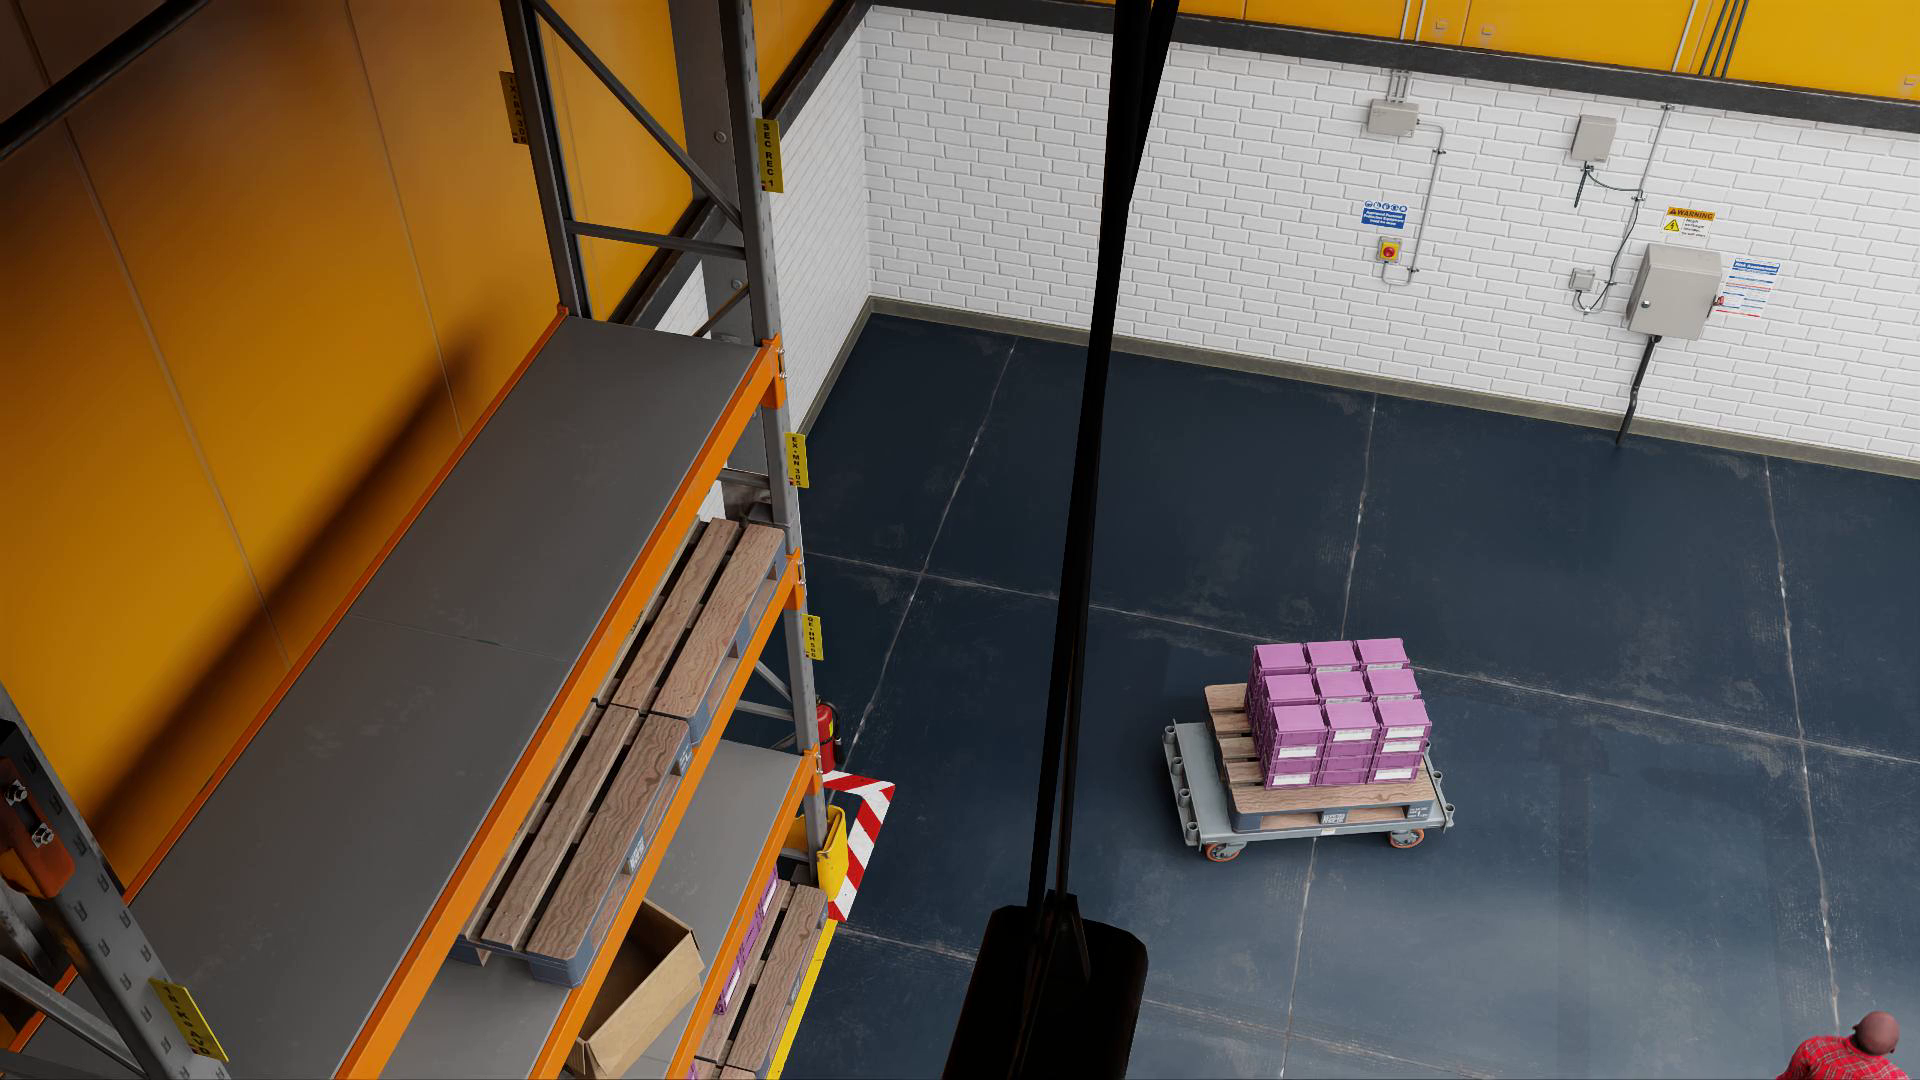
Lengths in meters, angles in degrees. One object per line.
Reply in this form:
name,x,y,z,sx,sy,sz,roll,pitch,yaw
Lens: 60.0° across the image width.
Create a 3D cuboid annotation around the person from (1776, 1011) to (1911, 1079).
person,4.145,2.793,8.027,0.723,1.819,0.679,22,48,22
